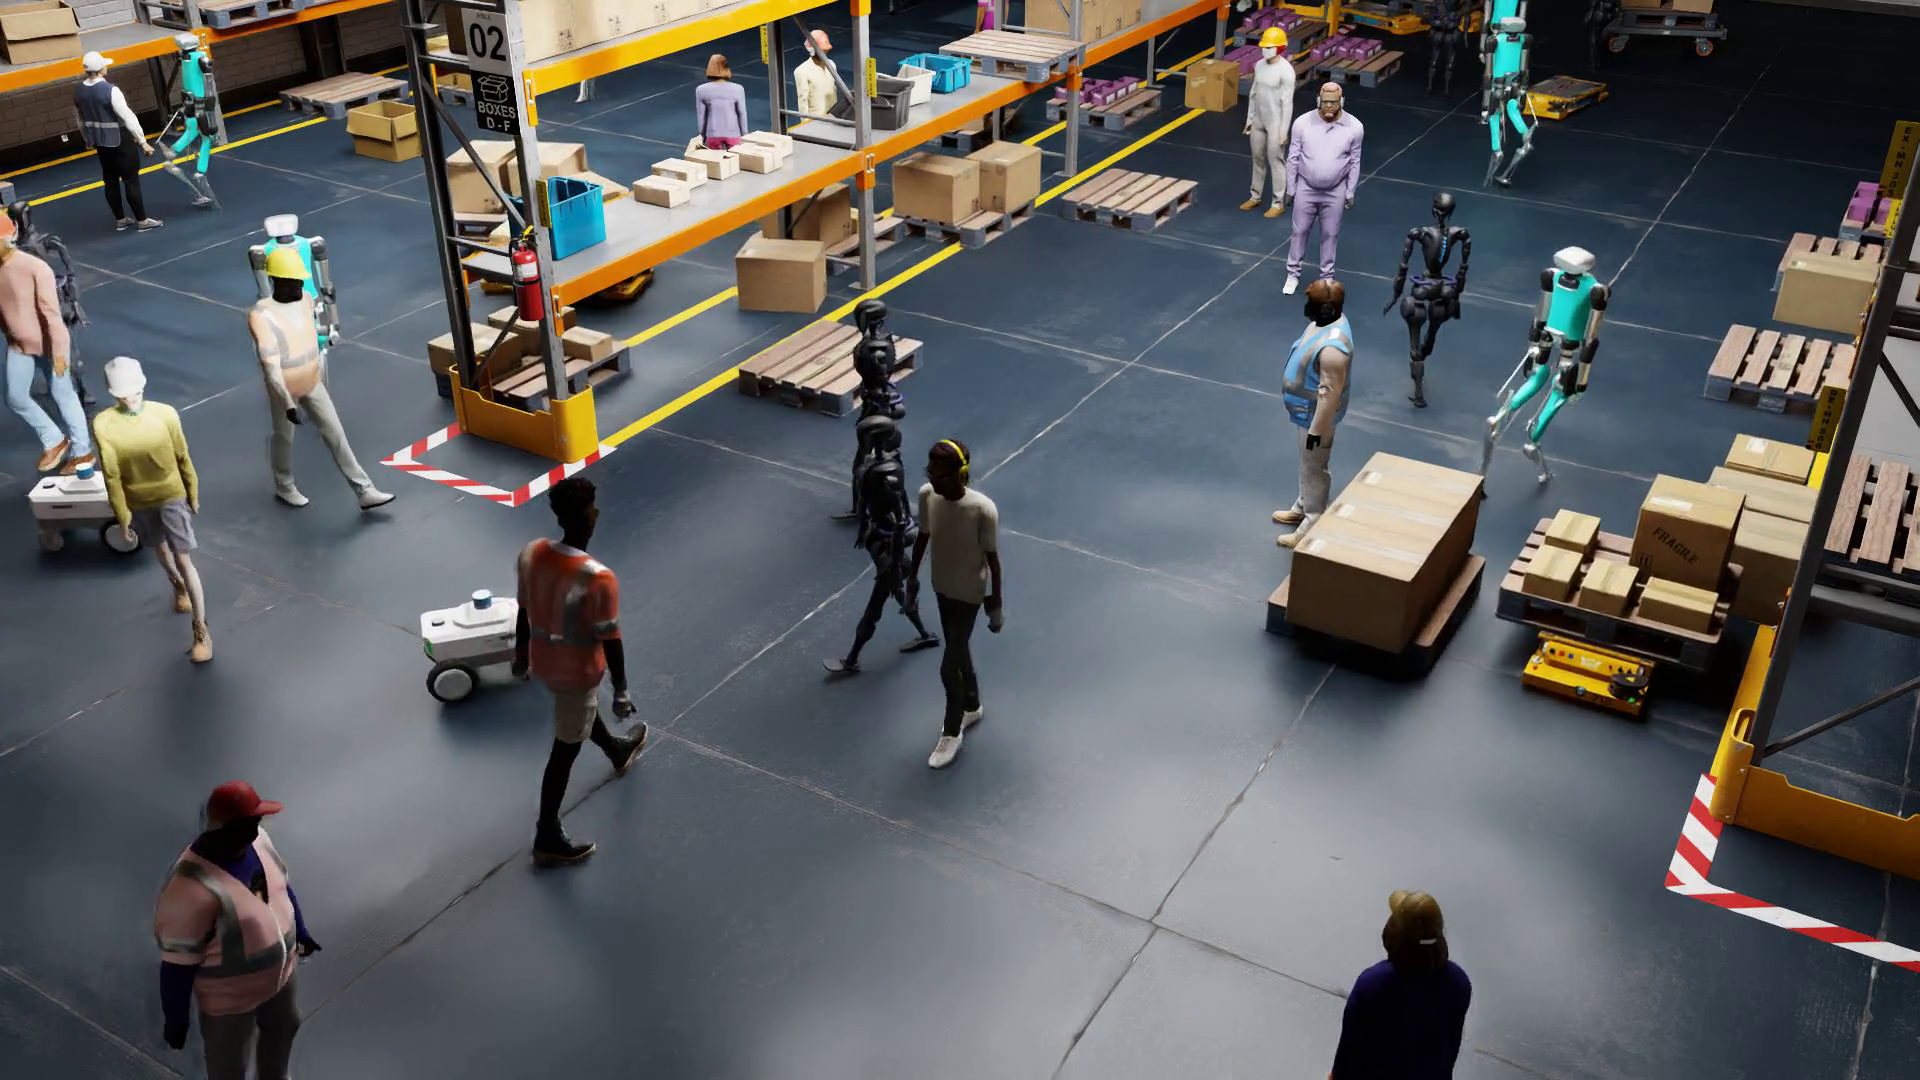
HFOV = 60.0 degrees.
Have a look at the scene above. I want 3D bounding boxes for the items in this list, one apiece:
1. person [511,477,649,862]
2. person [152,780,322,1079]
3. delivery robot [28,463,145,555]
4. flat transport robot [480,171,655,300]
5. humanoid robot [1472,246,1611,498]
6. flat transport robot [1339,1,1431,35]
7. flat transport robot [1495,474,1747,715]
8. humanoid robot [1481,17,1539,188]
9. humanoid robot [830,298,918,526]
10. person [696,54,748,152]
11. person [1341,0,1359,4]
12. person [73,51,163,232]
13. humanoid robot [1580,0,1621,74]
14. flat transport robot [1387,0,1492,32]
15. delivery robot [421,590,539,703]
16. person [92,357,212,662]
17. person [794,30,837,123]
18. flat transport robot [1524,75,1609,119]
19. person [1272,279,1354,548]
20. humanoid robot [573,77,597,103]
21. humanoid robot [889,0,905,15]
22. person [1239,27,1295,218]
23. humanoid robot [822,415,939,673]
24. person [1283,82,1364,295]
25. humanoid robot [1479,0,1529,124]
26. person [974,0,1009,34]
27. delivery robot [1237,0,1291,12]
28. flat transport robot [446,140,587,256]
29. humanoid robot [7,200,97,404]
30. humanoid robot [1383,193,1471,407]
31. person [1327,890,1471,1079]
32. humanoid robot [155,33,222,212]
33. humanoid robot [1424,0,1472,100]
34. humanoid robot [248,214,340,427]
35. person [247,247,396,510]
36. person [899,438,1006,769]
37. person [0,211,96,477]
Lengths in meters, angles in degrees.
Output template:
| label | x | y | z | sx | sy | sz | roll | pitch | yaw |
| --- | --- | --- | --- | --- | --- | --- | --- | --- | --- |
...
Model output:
| label | x | y | z | sx | sy | sz | roll | pitch | yaw |
| --- | --- | --- | --- | --- | --- | --- | --- | --- | --- |
| person | -1.876 | 0.598 | 8.235 | 0.705 | 1.887 | 1.047 | 22 | 36 | 33 |
| person | -2.796 | 1.720 | 6.436 | 0.441 | 1.710 | 0.734 | 9 | 31 | 16 |
| delivery robot | -5.726 | -0.226 | 11.054 | 0.784 | 0.599 | 0.499 | -2 | 30 | -3 |
| flat transport robot | -3.597 | -2.441 | 15.259 | 1.431 | 0.231 | 0.659 | 5 | 30 | 9 |
| humanoid robot | 3.883 | -1.078 | 11.395 | 0.988 | 1.780 | 0.533 | -17 | 34 | -28 |
| flat transport robot | 6.215 | -7.729 | 24.615 | 0.659 | 0.231 | 1.431 | -20 | 35 | -31 |
| flat transport robot | 3.898 | 0.541 | 9.984 | 0.659 | 0.231 | 1.431 | 16 | 33 | 27 |
| humanoid robot | 5.802 | -4.481 | 17.477 | 0.542 | 1.882 | 0.741 | -8 | 31 | -14 |
| humanoid robot | -0.565 | -0.806 | 10.949 | 0.605 | 1.642 | 0.584 | -8 | 31 | -14 |
| person | -2.378 | -4.050 | 16.722 | 0.501 | 1.626 | 0.298 | 1 | 29 | 2 |
| person | 6.078 | -9.100 | 25.533 | 0.328 | 1.747 | 0.569 | -17 | 34 | -27 |
| person | -8.303 | -3.894 | 16.316 | 0.750 | 1.758 | 0.429 | 7 | 30 | 12 |
| humanoid robot | 8.439 | -6.990 | 21.872 | 0.596 | 1.653 | 0.372 | -25 | 38 | -37 |
| flat transport robot | 7.106 | -7.779 | 24.702 | 1.431 | 0.231 | 0.659 | 23 | 37 | 34 |
| delivery robot | -2.765 | 0.582 | 9.641 | 0.796 | 0.614 | 0.499 | -9 | 31 | -16 |
| person | -4.742 | -0.254 | 9.819 | 0.462 | 1.841 | 0.950 | -10 | 31 | -17 |
| person | -1.444 | -4.367 | 17.155 | 0.320 | 1.754 | 0.561 | 20 | 35 | 31 |
| flat transport robot | 7.464 | -5.509 | 20.687 | 0.659 | 0.231 | 1.431 | 24 | 37 | 36 |
| person | 2.291 | -0.824 | 10.803 | 0.430 | 1.844 | 0.620 | 3 | 30 | 6 |
| humanoid robot | -4.693 | -6.196 | 20.536 | 0.539 | 1.900 | 0.718 | 20 | 35 | 31 |
| humanoid robot | -0.918 | -8.773 | 25.066 | 0.612 | 1.630 | 0.739 | -2 | 30 | -4 |
| person | 3.101 | -4.201 | 16.738 | 0.393 | 1.887 | 0.556 | -20 | 35 | -31 |
| humanoid robot | -0.470 | 0.009 | 9.538 | 0.780 | 1.620 | 0.609 | -13 | 32 | -21 |
| person | 3.201 | -3.099 | 14.763 | 0.643 | 1.907 | 0.412 | 5 | 30 | 8 |
| humanoid robot | 6.411 | -5.725 | 19.608 | 0.528 | 1.798 | 0.801 | 2 | 30 | 3 |
| person | 0.387 | -6.395 | 20.650 | 0.526 | 1.846 | 0.317 | -22 | 36 | -34 |
| delivery robot | 4.655 | -8.318 | 25.384 | 0.811 | 0.613 | 0.499 | 14 | 32 | 23 |
| flat transport robot | -4.240 | -2.949 | 16.159 | 0.659 | 0.231 | 1.431 | 4 | 30 | 7 |
| humanoid robot | -7.005 | -1.838 | 12.770 | 0.589 | 1.647 | 0.462 | -4 | 30 | -8 |
| humanoid robot | 3.606 | -1.913 | 12.925 | 0.600 | 1.633 | 0.737 | -3 | 30 | -5 |
| person | 1.611 | 1.993 | 6.052 | 0.455 | 1.603 | 0.580 | -7 | 30 | -12 |
| humanoid robot | -7.838 | -4.121 | 16.841 | 0.539 | 1.882 | 0.740 | 21 | 36 | 32 |
| humanoid robot | 6.094 | -6.387 | 20.794 | 0.315 | 1.657 | 0.599 | -24 | 37 | -36 |
| humanoid robot | -4.886 | -1.574 | 12.346 | 0.531 | 1.866 | 0.777 | -13 | 32 | -22 |
| person | -4.373 | -1.031 | 11.135 | 1.015 | 1.868 | 0.600 | 13 | 32 | 22 |
| person | -0.076 | 0.324 | 8.767 | 0.549 | 1.843 | 0.728 | 23 | 37 | 35 |
| person | -6.467 | -1.344 | 11.592 | 0.617 | 1.972 | 0.477 | 7 | 30 | 12 |
